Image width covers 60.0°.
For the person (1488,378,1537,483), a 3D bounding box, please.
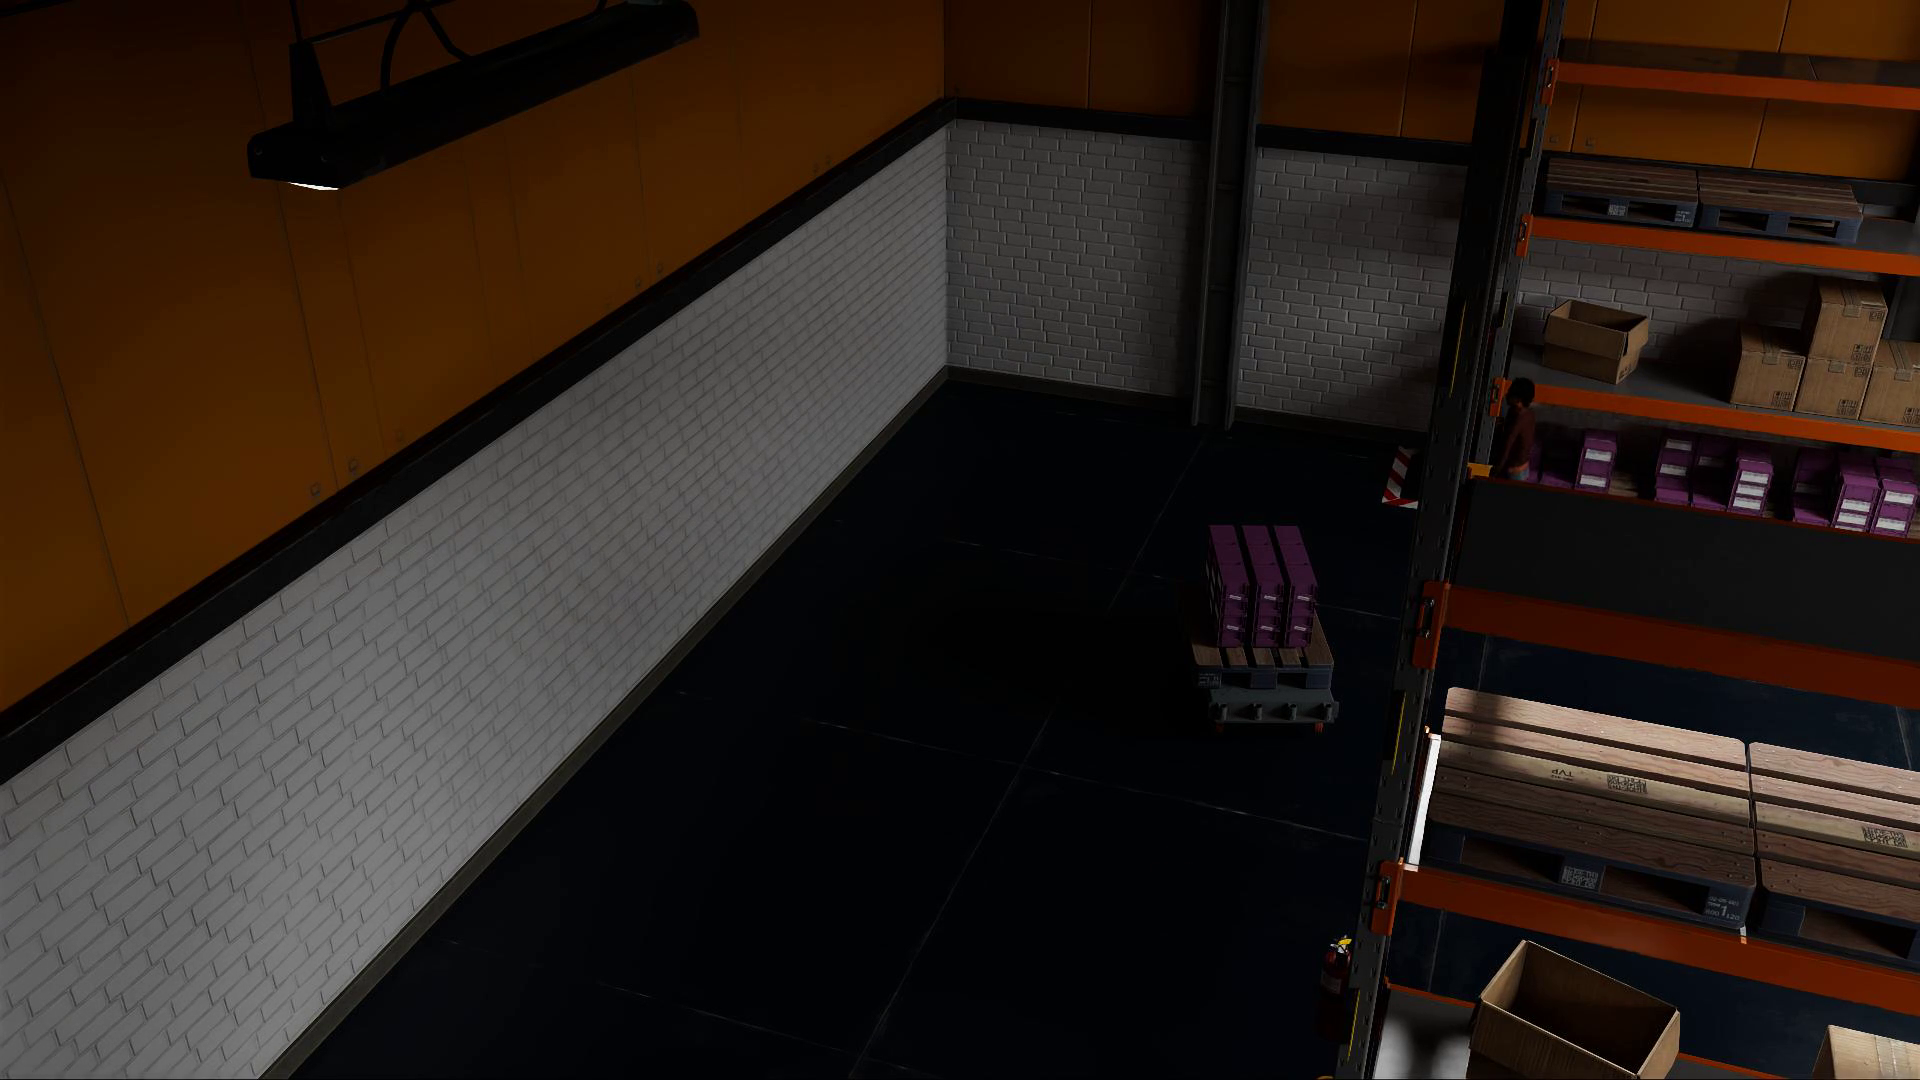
[{"bbox_3d":[4.724,-0.512,14.019,0.775,1.763,0.758,16,33,27],"label":"person"}]
